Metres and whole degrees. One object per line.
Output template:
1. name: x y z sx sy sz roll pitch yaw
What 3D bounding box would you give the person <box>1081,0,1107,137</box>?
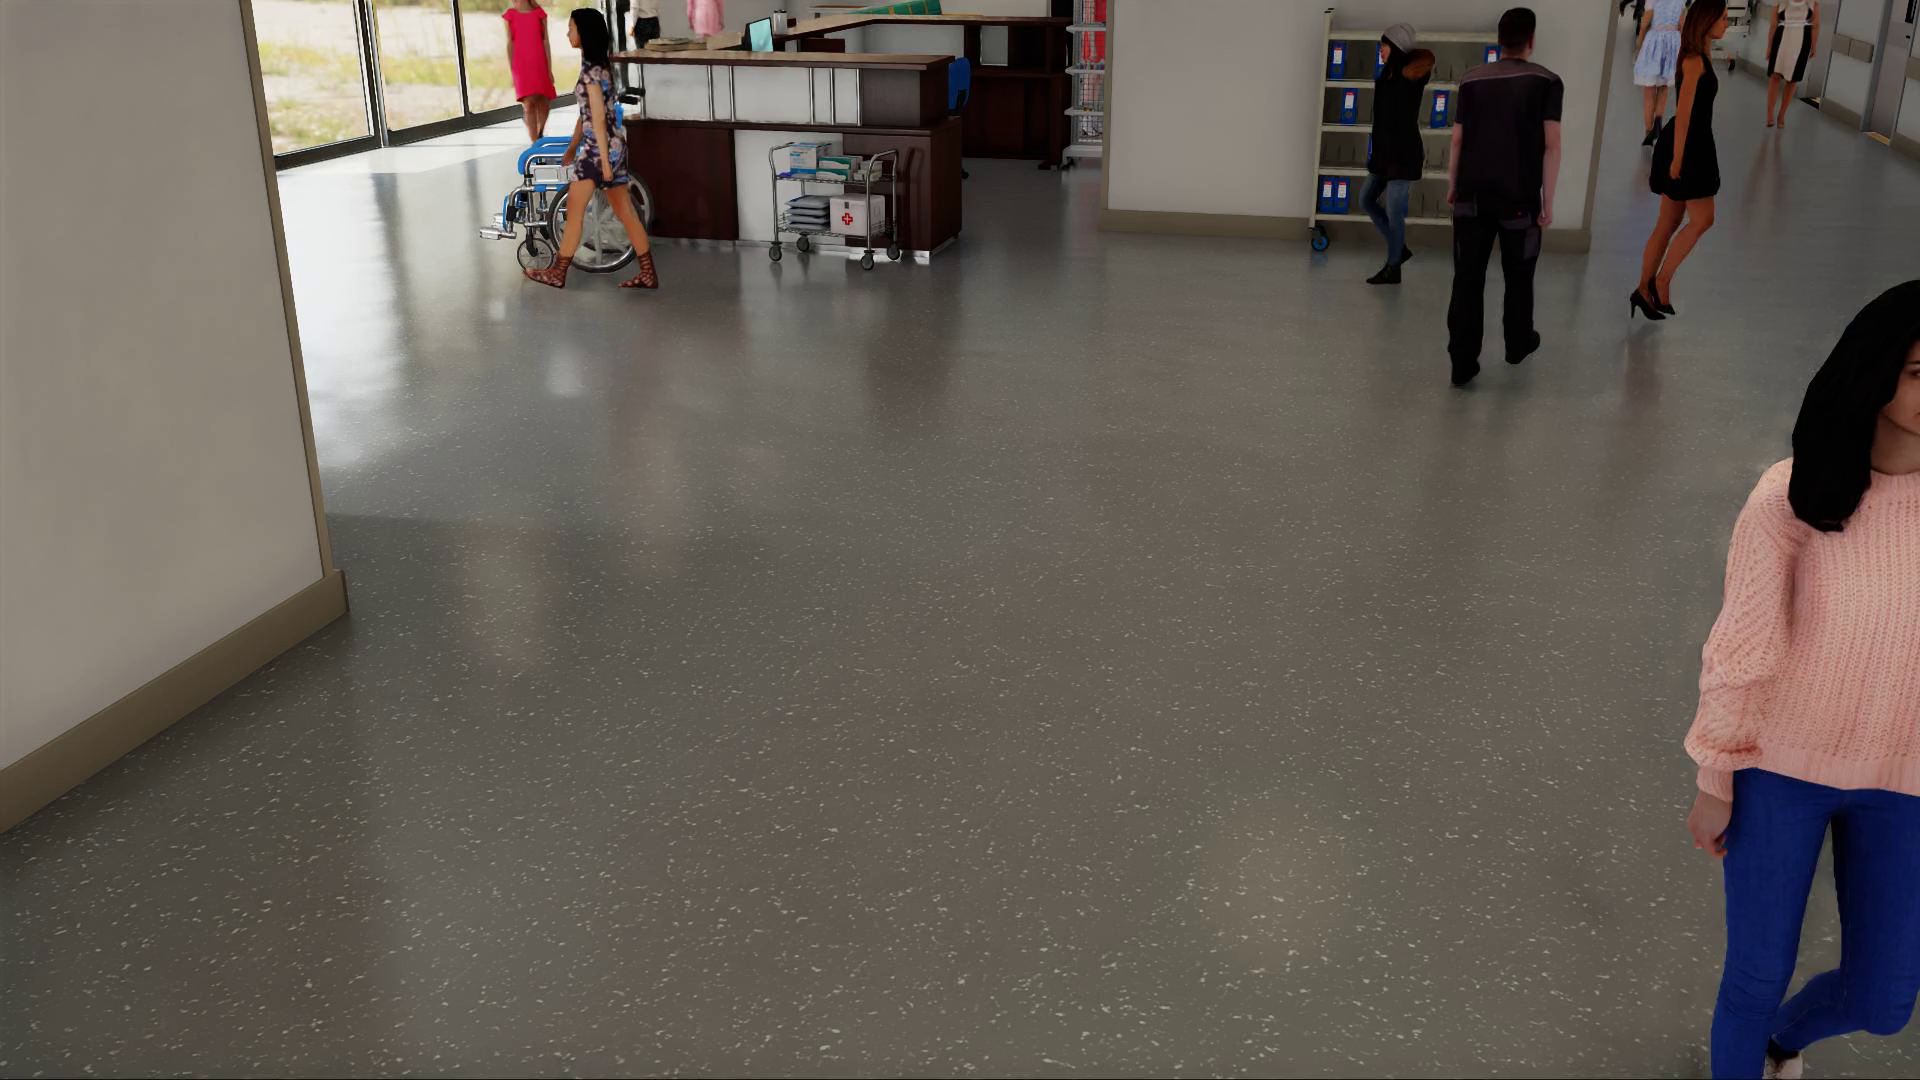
1. person: 1.462 -5.254 17.724 0.576 1.826 0.638 10 23 24

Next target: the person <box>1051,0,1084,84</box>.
1. person: 1.479 -7.171 23.083 0.654 1.615 0.771 12 24 29

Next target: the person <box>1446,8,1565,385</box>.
1. person: 2.646 -1.668 8.262 1.069 1.821 1.008 13 24 31

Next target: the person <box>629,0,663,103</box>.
1. person: -3.927 -6.435 20.863 0.694 1.811 0.736 15 26 35

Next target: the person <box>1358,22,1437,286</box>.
1. person: 2.833 -2.440 10.578 0.778 1.624 0.740 -6 21 -14

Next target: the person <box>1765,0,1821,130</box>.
1. person: 9.024 -5.323 18.059 0.968 1.718 0.778 8 22 20

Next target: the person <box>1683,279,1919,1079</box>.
1. person: 1.486 0.397 2.892 0.663 1.763 0.739 4 21 11

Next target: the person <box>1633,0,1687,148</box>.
1. person: 7.050 -4.843 16.677 0.736 1.799 0.764 3 21 7

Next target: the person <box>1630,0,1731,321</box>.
1. person: 4.054 -2.165 9.575 0.612 1.822 0.596 7 22 19

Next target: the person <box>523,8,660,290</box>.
1. person: -2.119 -2.354 10.253 1.114 1.694 0.785 0 21 -1

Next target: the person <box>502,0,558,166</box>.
1. person: -4.046 -4.426 15.703 0.919 1.708 0.904 -5 21 -14

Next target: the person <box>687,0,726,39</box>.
1. person: -3.388 -6.924 22.208 1.040 1.773 1.024 -7 22 -18
